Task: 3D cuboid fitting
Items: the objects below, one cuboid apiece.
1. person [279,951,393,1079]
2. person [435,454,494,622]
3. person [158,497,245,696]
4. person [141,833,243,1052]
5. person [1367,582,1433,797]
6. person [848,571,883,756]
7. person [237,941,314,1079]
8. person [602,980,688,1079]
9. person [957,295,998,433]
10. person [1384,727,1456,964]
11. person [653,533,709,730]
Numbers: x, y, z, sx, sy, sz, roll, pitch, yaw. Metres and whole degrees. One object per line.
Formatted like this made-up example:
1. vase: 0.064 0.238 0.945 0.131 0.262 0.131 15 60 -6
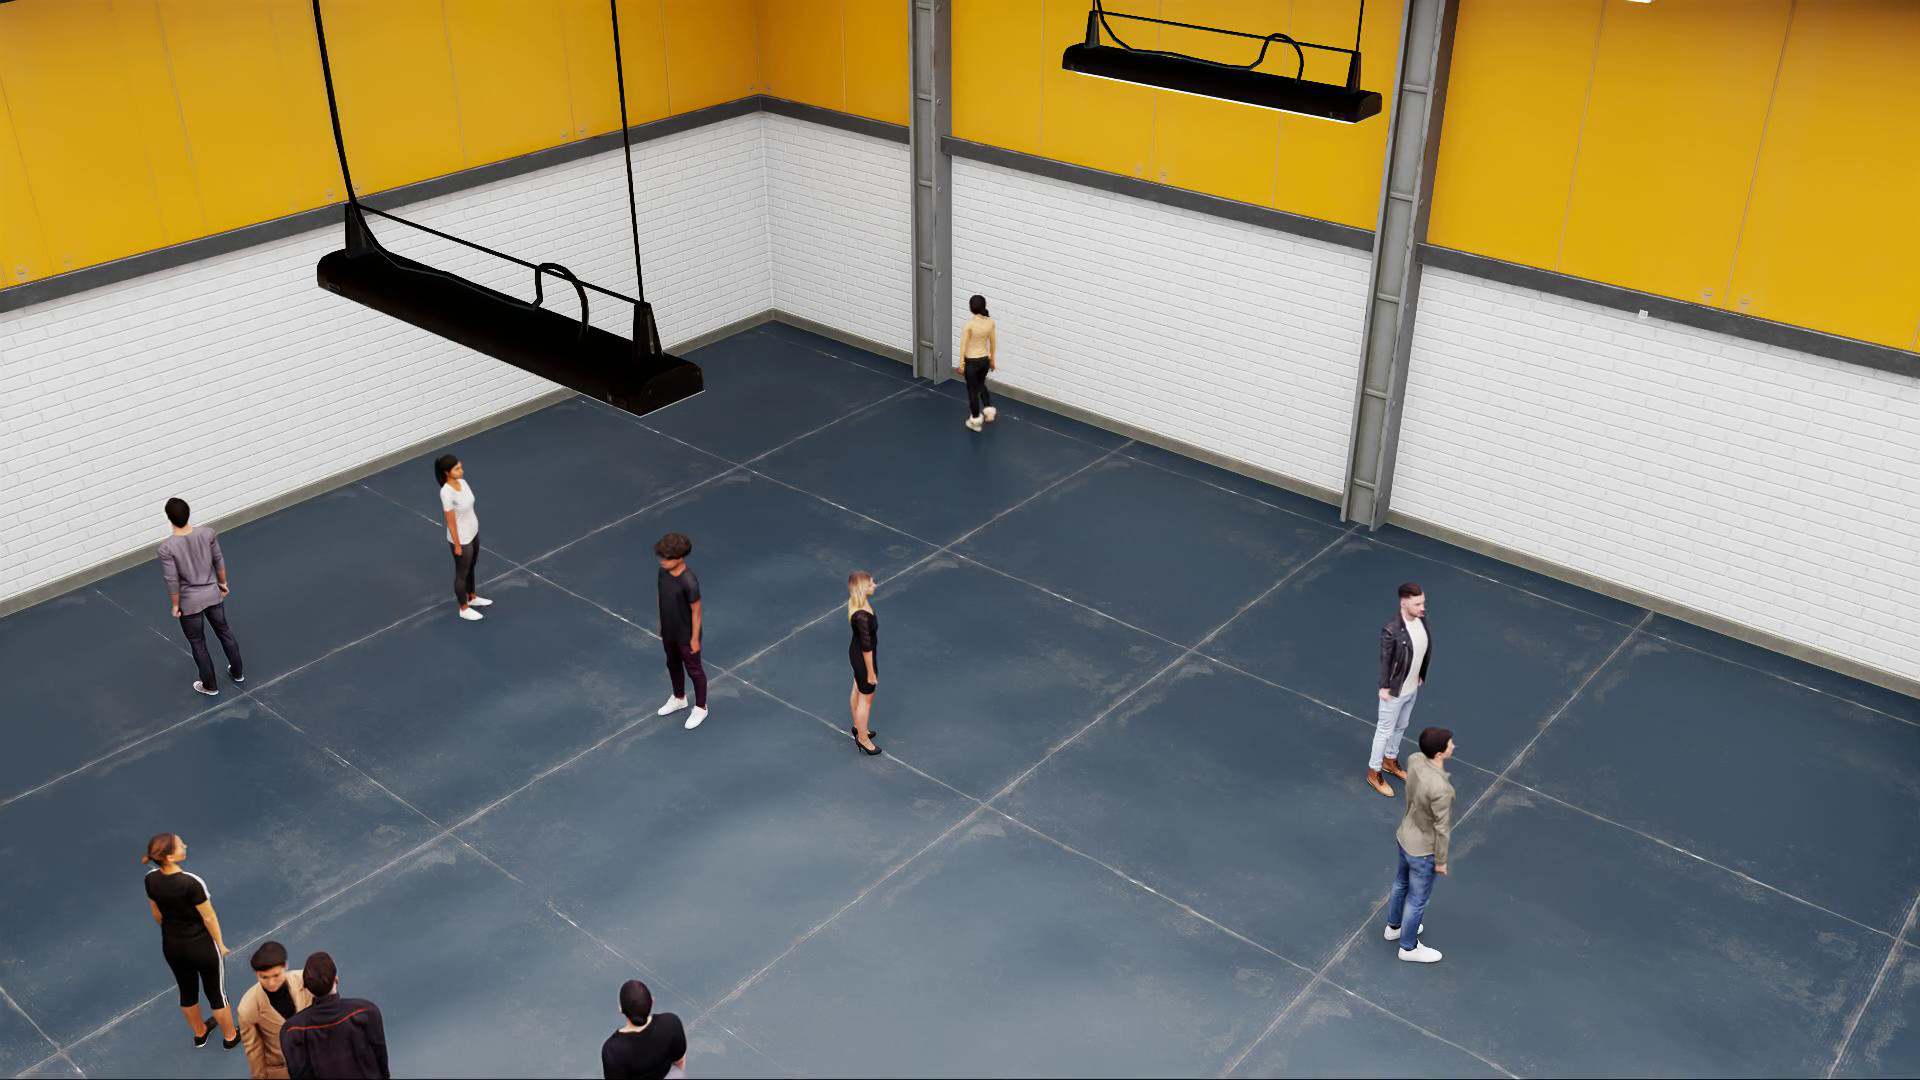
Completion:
1. person: -3.481 3.118 9.433 0.770 1.911 0.744 -12 31 -21
2. person: -4.651 -0.049 15.517 0.690 1.646 0.660 3 29 6
3. person: -6.564 0.471 14.347 0.534 1.854 0.672 20 35 33
4. person: -4.937 2.579 10.676 0.595 1.668 0.714 6 29 11
5. person: 3.465 1.139 13.139 0.682 1.837 0.592 -23 36 -36
6. person: -0.791 0.985 13.589 0.672 1.676 0.583 -6 29 -10
7. person: -3.932 3.030 9.789 0.631 1.726 0.654 25 37 38
8. person: -1.754 3.199 9.444 0.723 1.760 0.699 -19 34 -31
9. person: 0.245 -2.001 19.096 0.685 1.646 0.729 -18 33 -29
10. person: 3.154 2.070 11.404 0.849 1.865 0.766 -5 29 -9
11. person: -2.343 0.724 13.959 0.495 1.780 0.678 21 35 33
